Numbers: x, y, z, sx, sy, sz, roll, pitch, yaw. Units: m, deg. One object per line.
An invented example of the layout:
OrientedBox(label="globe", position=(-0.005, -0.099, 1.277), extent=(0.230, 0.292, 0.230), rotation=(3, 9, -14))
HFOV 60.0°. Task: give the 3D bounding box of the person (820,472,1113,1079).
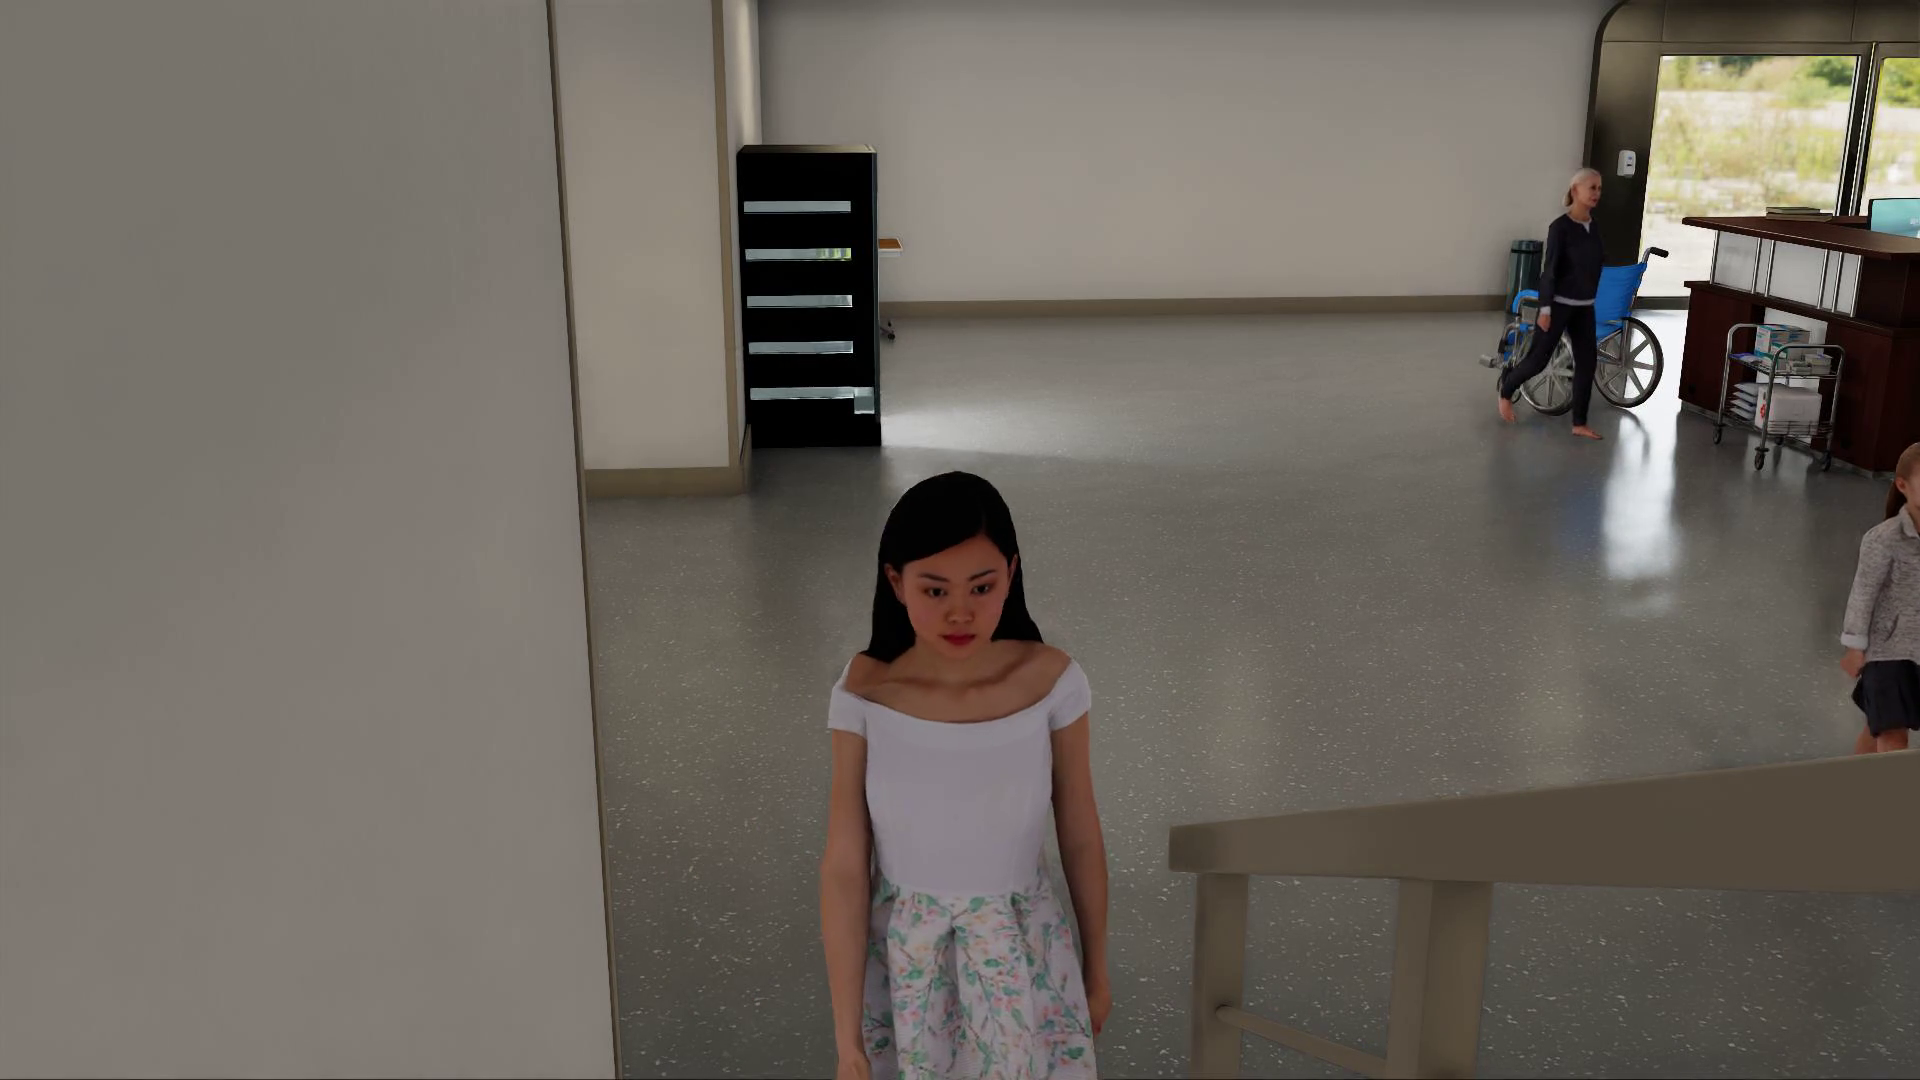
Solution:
OrientedBox(label="person", position=(-0.002, 0.727, 2.685), extent=(0.681, 1.751, 0.788), rotation=(2, 16, 6))

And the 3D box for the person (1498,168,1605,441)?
OrientedBox(label="person", position=(3.873, -1.529, 10.802), extent=(0.886, 1.690, 1.179), rotation=(-7, 17, -23))

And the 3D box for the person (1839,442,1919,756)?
OrientedBox(label="person", position=(2.823, 0.317, 5.049), extent=(0.546, 1.251, 0.818), rotation=(-3, 16, -10))
